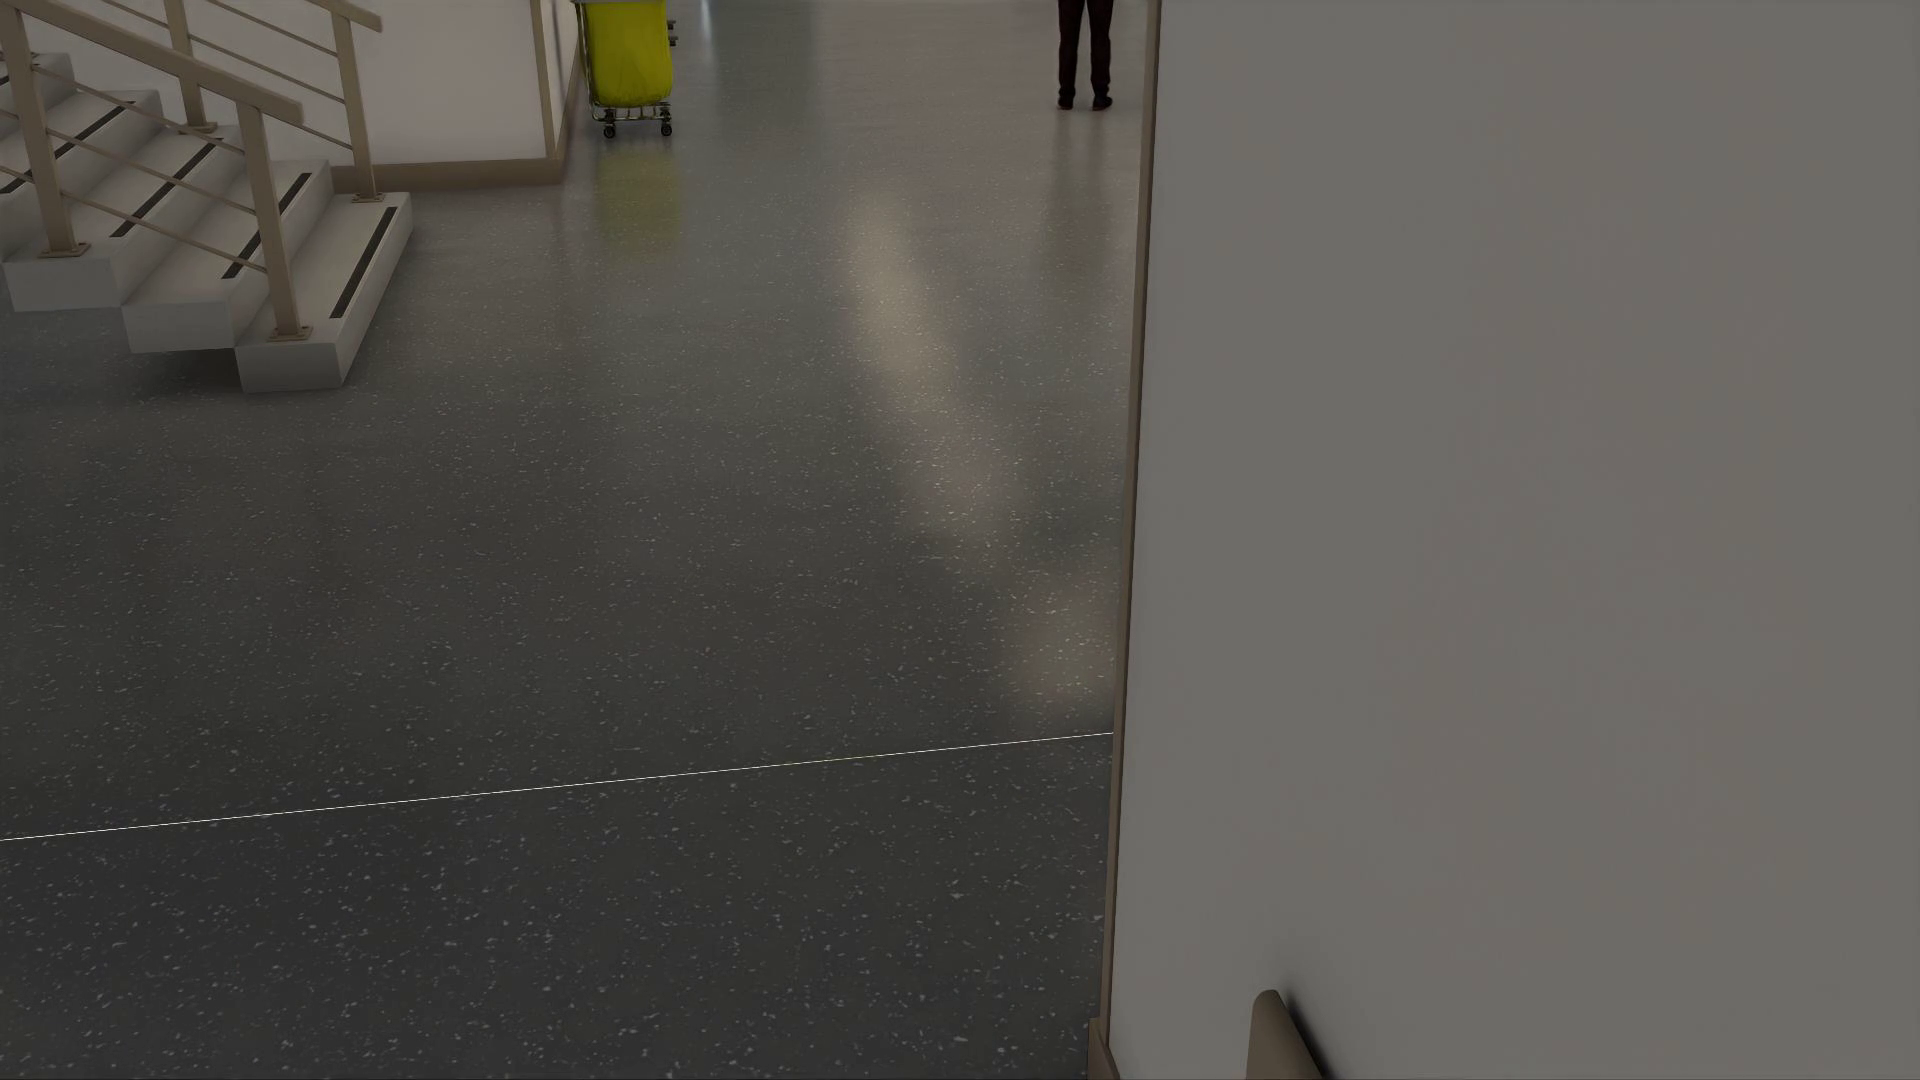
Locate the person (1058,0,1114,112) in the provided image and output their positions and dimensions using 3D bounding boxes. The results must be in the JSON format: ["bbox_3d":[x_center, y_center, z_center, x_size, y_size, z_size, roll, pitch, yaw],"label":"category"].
[{"bbox_3d":[0.908,-4.051,11.947,0.624,1.863,0.811,3,26,6],"label":"person"}]
